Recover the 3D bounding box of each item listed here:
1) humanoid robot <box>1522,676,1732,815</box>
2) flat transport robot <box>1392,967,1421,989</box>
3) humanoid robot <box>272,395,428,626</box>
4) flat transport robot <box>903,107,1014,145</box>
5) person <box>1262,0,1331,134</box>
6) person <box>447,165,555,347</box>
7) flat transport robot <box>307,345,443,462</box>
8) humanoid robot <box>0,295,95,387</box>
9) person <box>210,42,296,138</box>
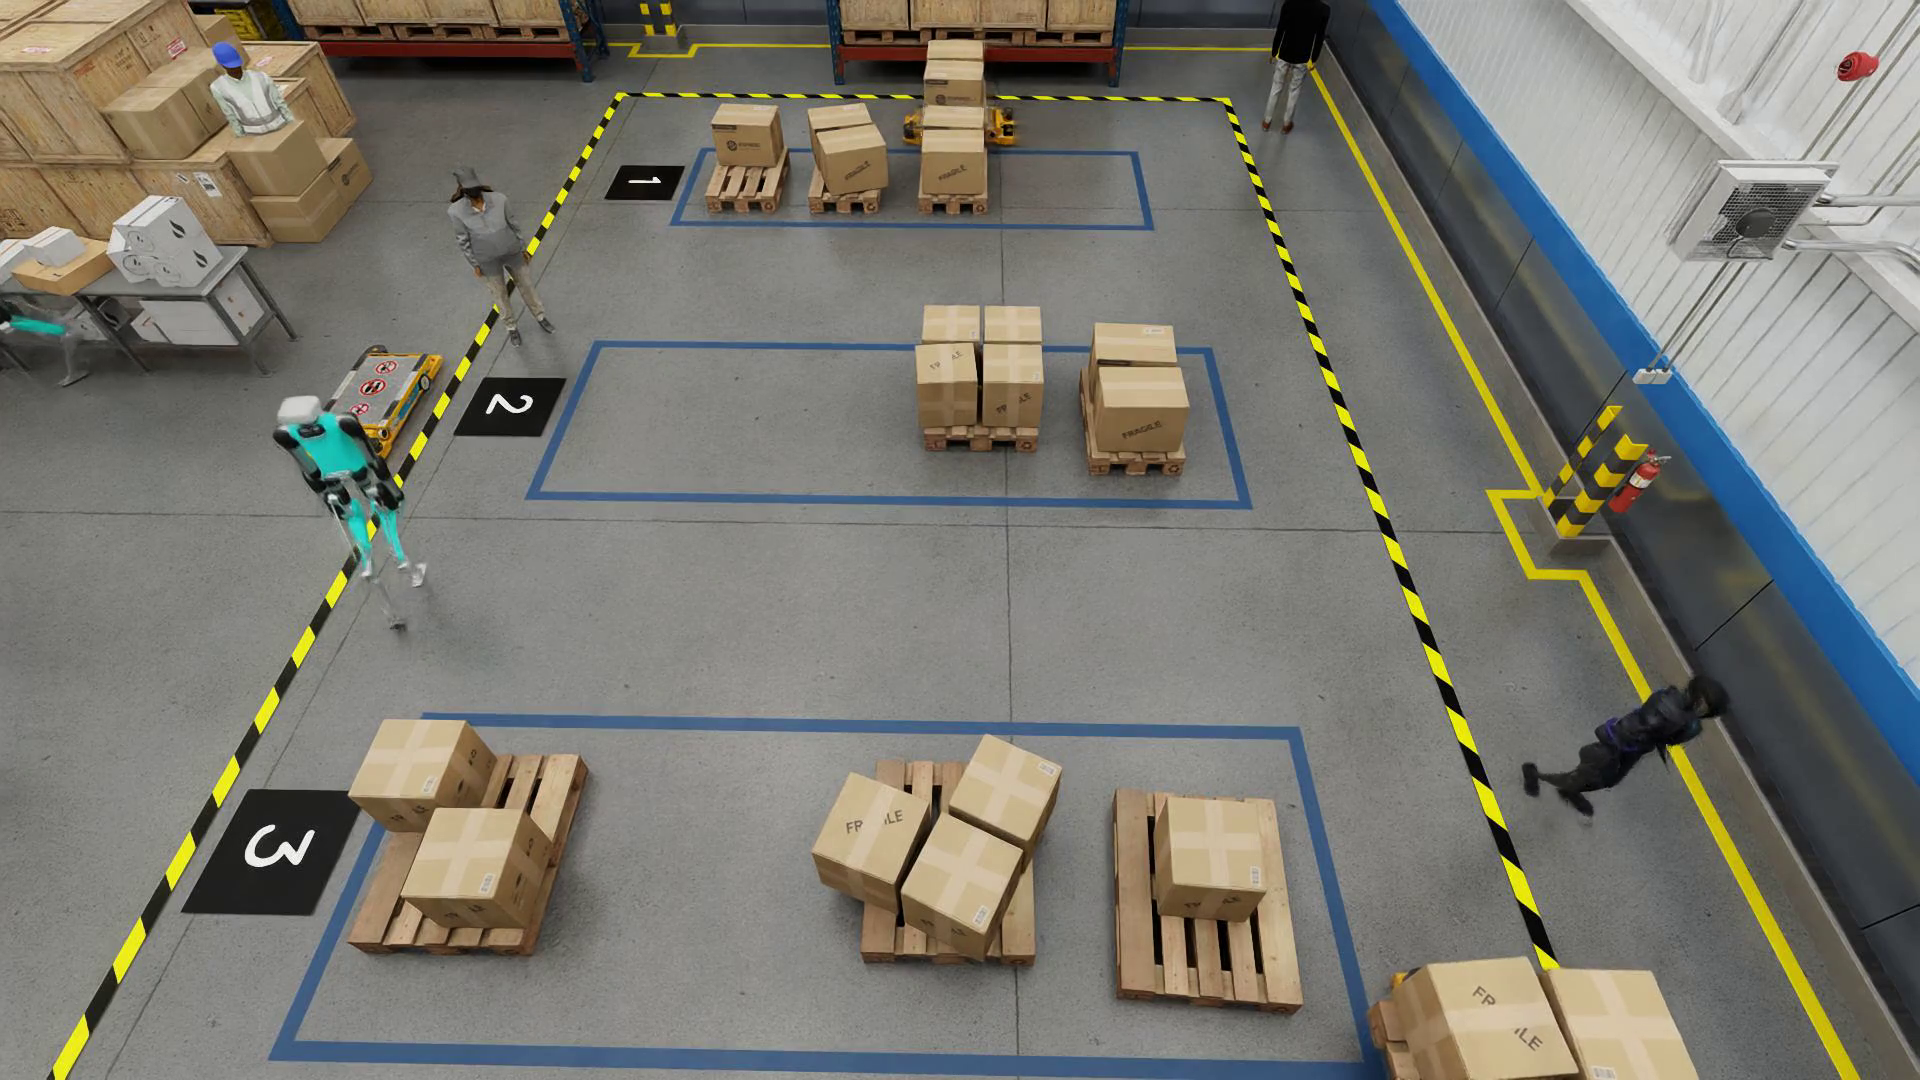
[{"bbox_3d":[3.936,1.202,5.446,0.610,1.658,0.442,-17,52,-14],"label":"humanoid robot"},{"bbox_3d":[2.817,3.025,4.789,0.652,0.197,1.431,1,50,1],"label":"flat transport robot"},{"bbox_3d":[-4.275,-0.129,6.525,0.543,1.801,0.824,-11,51,-9],"label":"humanoid robot"},{"bbox_3d":[-0.016,-5.399,11.917,1.431,0.197,0.652,1,50,1],"label":"flat transport robot"},{"bbox_3d":[4.177,-6.056,11.433,0.590,1.883,0.379,17,52,14],"label":"person"},{"bbox_3d":[-4.357,-2.684,8.654,0.564,1.769,0.393,-30,56,-23],"label":"person"},{"bbox_3d":[-5.383,-1.269,8.441,0.659,0.231,1.431,1,50,1],"label":"flat transport robot"},{"bbox_3d":[-8.538,-2.091,8.252,0.547,1.893,0.740,31,56,23],"label":"humanoid robot"},{"bbox_3d":[-7.523,-4.413,10.011,0.602,1.936,0.412,-34,58,-25],"label":"person"}]
